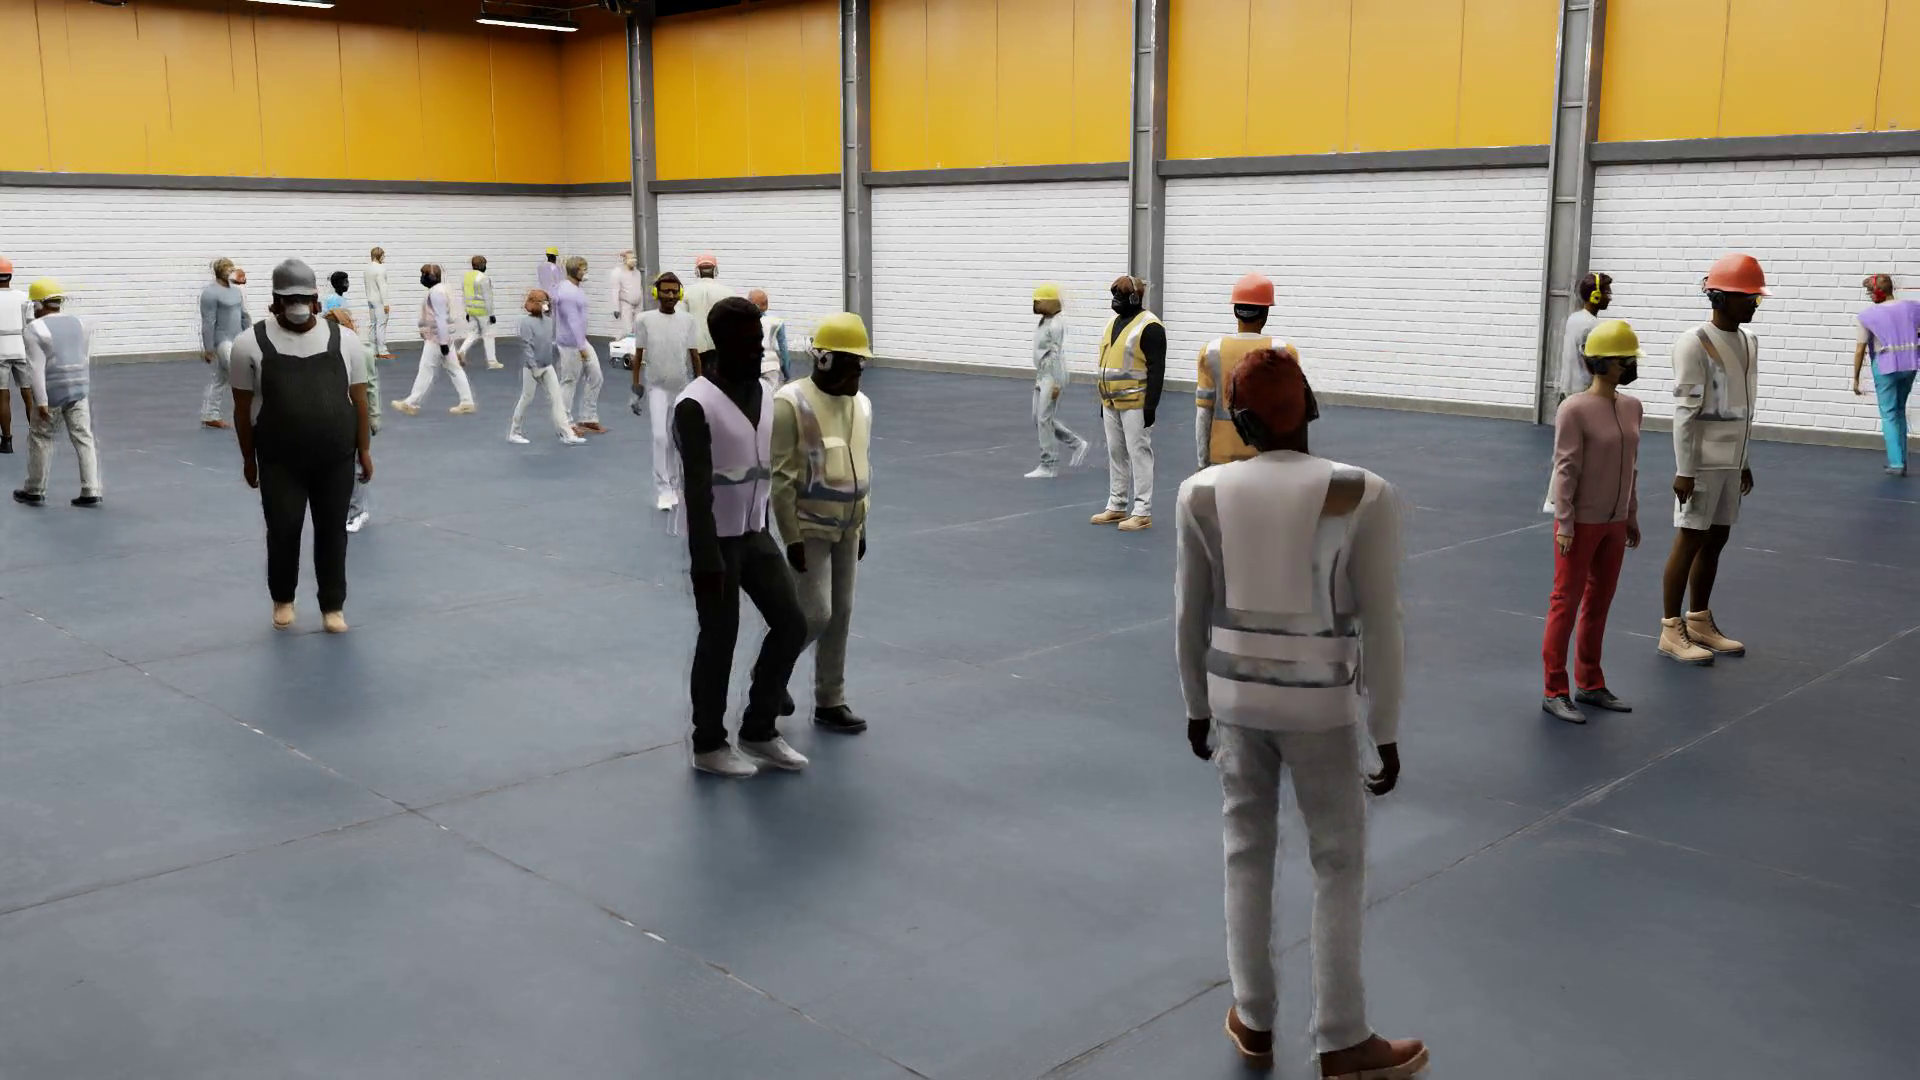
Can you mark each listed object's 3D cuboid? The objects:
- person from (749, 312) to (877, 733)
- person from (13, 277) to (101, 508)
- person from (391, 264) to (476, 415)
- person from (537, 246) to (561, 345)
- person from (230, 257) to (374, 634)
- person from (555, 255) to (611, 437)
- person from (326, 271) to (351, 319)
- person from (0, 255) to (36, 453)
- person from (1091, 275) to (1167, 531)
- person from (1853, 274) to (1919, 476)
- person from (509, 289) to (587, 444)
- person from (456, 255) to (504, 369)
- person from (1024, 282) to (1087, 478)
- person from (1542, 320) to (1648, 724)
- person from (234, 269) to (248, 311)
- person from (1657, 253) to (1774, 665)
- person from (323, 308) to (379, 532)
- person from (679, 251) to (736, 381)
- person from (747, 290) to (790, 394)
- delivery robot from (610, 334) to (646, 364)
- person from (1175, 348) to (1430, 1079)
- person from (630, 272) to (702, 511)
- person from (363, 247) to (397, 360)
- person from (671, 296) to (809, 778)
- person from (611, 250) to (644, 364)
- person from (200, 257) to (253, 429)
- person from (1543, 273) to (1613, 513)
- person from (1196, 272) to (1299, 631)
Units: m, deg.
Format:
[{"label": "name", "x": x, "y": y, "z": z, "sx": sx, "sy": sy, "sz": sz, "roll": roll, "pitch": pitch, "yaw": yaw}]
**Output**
[{"label": "person", "x": -0.598, "y": -0.061, "z": 7.111, "sx": 0.531, "sy": 1.809, "sz": 0.613, "roll": 8, "pitch": 13, "yaw": 39}, {"label": "person", "x": -7.147, "y": -1.149, "z": 13.076, "sx": 0.852, "sy": 1.797, "sz": 0.600, "roll": 5, "pitch": 12, "yaw": 26}, {"label": "person", "x": -6.278, "y": -2.381, "z": 19.795, "sx": 0.976, "sy": 1.790, "sz": 0.651, "roll": -2, "pitch": 11, "yaw": -10}, {"label": "person", "x": -7.979, "y": -4.774, "z": 32.514, "sx": 0.582, "sy": 1.919, "sz": 0.388, "roll": 6, "pitch": 12, "yaw": 31}, {"label": "person", "x": -3.474, "y": -0.500, "z": 8.870, "sx": 0.684, "sy": 2.000, "sz": 0.539, "roll": -6, "pitch": 12, "yaw": -30}, {"label": "person", "x": -3.978, "y": -2.039, "z": 17.595, "sx": 0.671, "sy": 1.915, "sz": 0.641, "roll": 1, "pitch": 10, "yaw": 4}, {"label": "person", "x": -8.020, "y": -2.611, "z": 21.363, "sx": 0.431, "sy": 1.683, "sz": 0.543, "roll": -1, "pitch": 10, "yaw": -7}, {"label": "person", "x": -9.341, "y": -1.821, "z": 16.345, "sx": 0.545, "sy": 1.942, "sz": 0.352, "roll": -8, "pitch": 13, "yaw": -38}, {"label": "person", "x": 1.212, "y": -0.994, "z": 12.108, "sx": 0.429, "sy": 1.842, "sz": 0.636, "roll": -6, "pitch": 12, "yaw": -30}, {"label": "person", "x": 8.309, "y": -1.478, "z": 14.876, "sx": 0.664, "sy": 1.789, "sz": 0.639, "roll": 0, "pitch": 10, "yaw": 1}, {"label": "person", "x": -4.278, "y": -1.760, "z": 16.963, "sx": 0.837, "sy": 1.587, "sz": 0.505, "roll": 5, "pitch": 12, "yaw": 26}, {"label": "person", "x": -7.681, "y": -3.627, "z": 26.526, "sx": 0.650, "sy": 1.827, "sz": 0.703, "roll": 9, "pitch": 14, "yaw": 40}, {"label": "person", "x": 0.848, "y": -1.412, "z": 14.716, "sx": 0.546, "sy": 1.729, "sz": 0.489, "roll": -3, "pitch": 11, "yaw": -15}, {"label": "person", "x": 2.819, "y": -0.082, "z": 7.345, "sx": 0.526, "sy": 1.769, "sz": 0.316, "roll": -7, "pitch": 12, "yaw": -32}, {"label": "person", "x": -11.750, "y": -3.616, "z": 27.090, "sx": 0.513, "sy": 1.590, "sz": 0.846, "roll": 8, "pitch": 13, "yaw": 38}, {"label": "person", "x": 3.797, "y": -0.399, "z": 8.318, "sx": 0.616, "sy": 2.039, "sz": 0.386, "roll": -8, "pitch": 13, "yaw": -36}, {"label": "person", "x": -4.503, "y": -0.862, "z": 12.036, "sx": 0.512, "sy": 1.610, "sz": 0.676, "roll": 2, "pitch": 11, "yaw": 10}, {"label": "person", "x": -2.649, "y": -2.050, "z": 17.547, "sx": 0.618, "sy": 1.963, "sz": 0.504, "roll": 0, "pitch": 10, "yaw": 0}, {"label": "person", "x": -1.954, "y": -1.658, "z": 16.415, "sx": 0.549, "sy": 1.581, "sz": 0.884, "roll": -1, "pitch": 10, "yaw": -6}, {"label": "delivery robot", "x": -5.281, "y": -3.058, "z": 26.605, "sx": 0.707, "sy": 0.478, "sz": 0.477, "roll": 10, "pitch": 14, "yaw": 41}, {"label": "person", "x": 0.848, "y": 0.447, "z": 4.236, "sx": 0.691, "sy": 1.847, "sz": 0.437, "roll": 6, "pitch": 12, "yaw": 30}, {"label": "person", "x": -2.257, "y": -1.145, "z": 12.927, "sx": 0.567, "sy": 1.842, "sz": 0.778, "roll": -4, "pitch": 11, "yaw": -23}, {"label": "person", "x": -9.970, "y": -4.049, "z": 28.519, "sx": 0.371, "sy": 1.935, "sz": 0.627, "roll": -10, "pitch": 14, "yaw": -44}, {"label": "person", "x": -0.826, "y": 0.012, "z": 6.466, "sx": 0.596, "sy": 1.895, "sz": 0.614, "roll": 5, "pitch": 12, "yaw": 26}, {"label": "person", "x": -5.497, "y": -3.852, "z": 27.540, "sx": 0.538, "sy": 1.891, "sz": 0.665, "roll": 6, "pitch": 12, "yaw": 31}, {"label": "person", "x": -7.904, "y": -2.127, "z": 18.161, "sx": 1.003, "sy": 1.888, "sz": 0.636, "roll": 1, "pitch": 10, "yaw": 4}, {"label": "person", "x": 4.867, "y": -1.102, "z": 12.706, "sx": 0.798, "sy": 1.840, "sz": 0.561, "roll": 1, "pitch": 10, "yaw": 3}, {"label": "person", "x": 1.539, "y": -0.458, "z": 8.920, "sx": 0.551, "sy": 1.936, "sz": 0.356, "roll": 3, "pitch": 11, "yaw": 17}]
